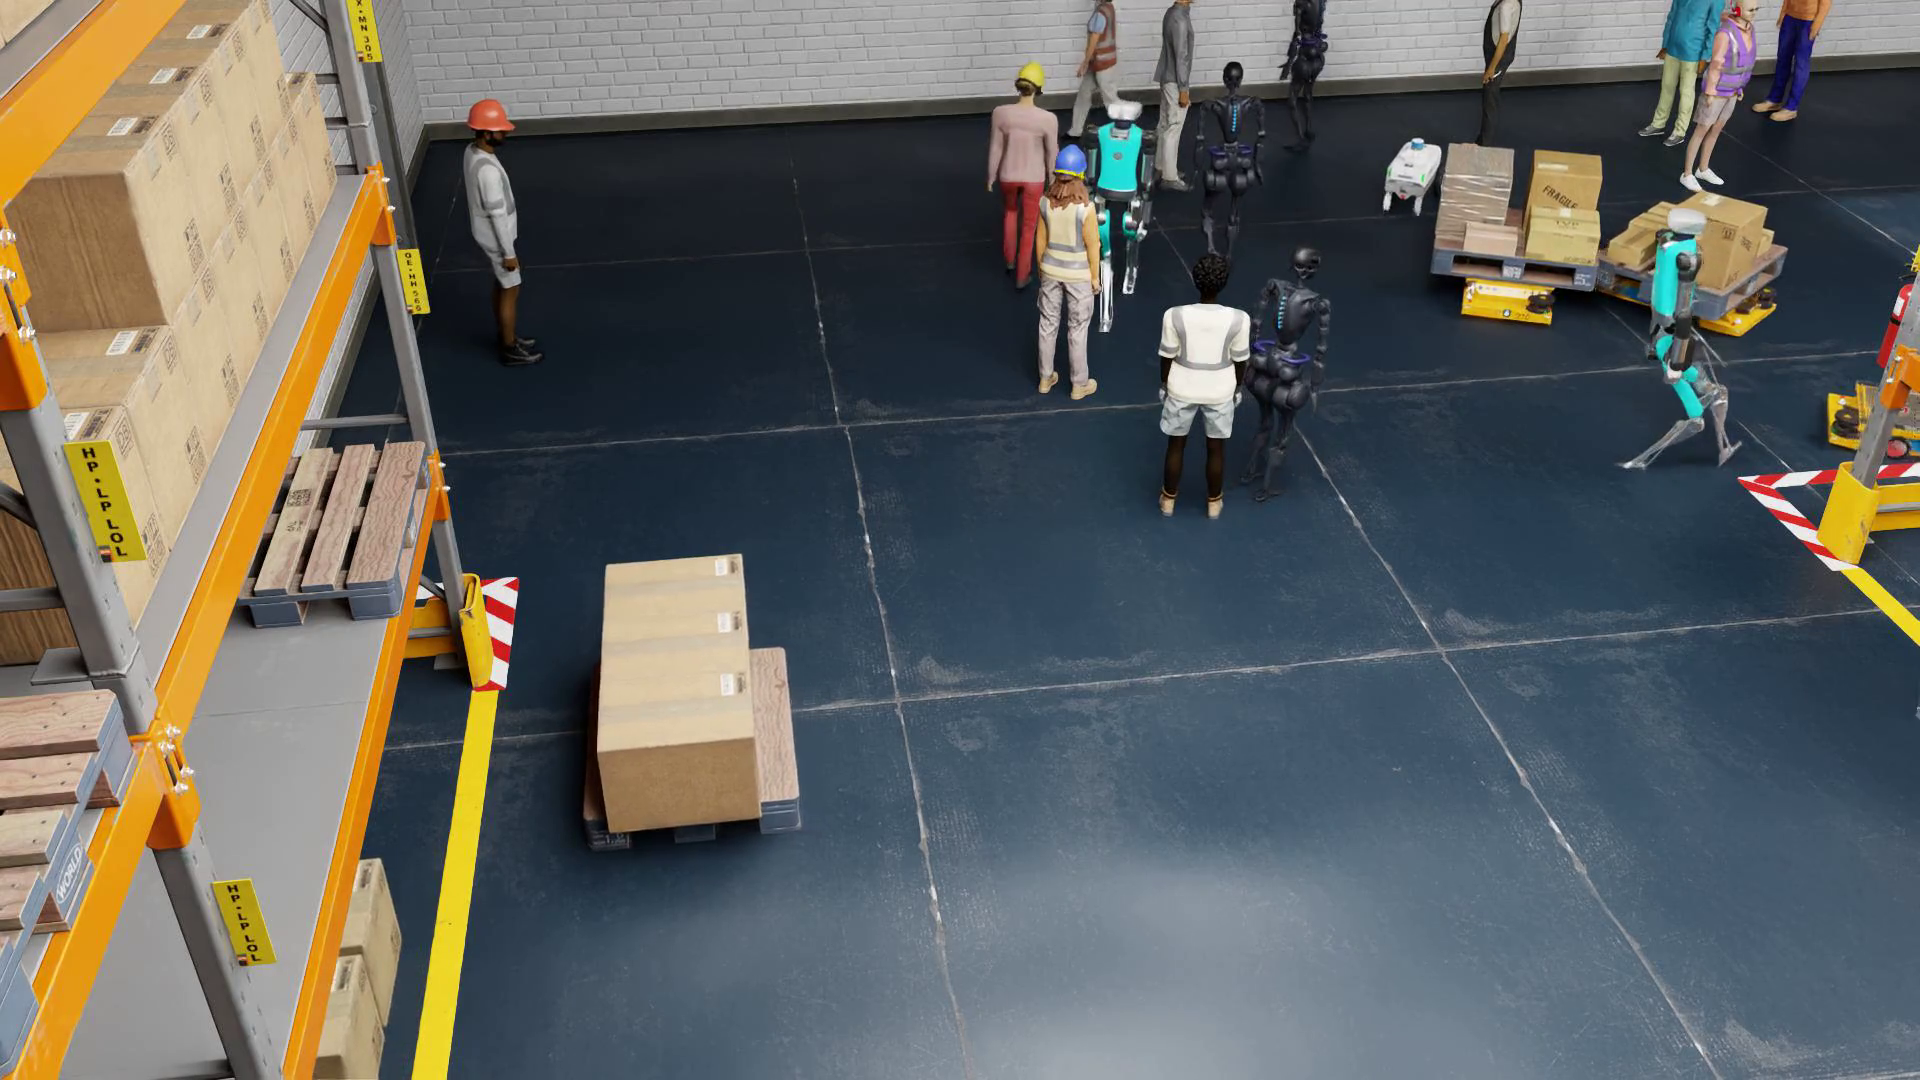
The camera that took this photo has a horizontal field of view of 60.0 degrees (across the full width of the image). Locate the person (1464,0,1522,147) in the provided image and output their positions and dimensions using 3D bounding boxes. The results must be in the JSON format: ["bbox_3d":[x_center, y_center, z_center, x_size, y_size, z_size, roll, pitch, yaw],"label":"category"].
[{"bbox_3d":[4.829,-4.329,15.045,0.344,1.845,0.506,10,34,15],"label":"person"}]

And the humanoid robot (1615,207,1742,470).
[{"bbox_3d":[4.689,-1.196,10.364,0.949,1.773,0.550,2,33,2],"label":"humanoid robot"}]

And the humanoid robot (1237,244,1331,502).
[{"bbox_3d":[1.947,-1.011,10.116,0.390,1.634,0.584,-27,42,-35],"label":"humanoid robot"}]

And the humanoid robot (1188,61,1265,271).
[{"bbox_3d":[2.107,-2.919,13.035,0.591,1.645,0.376,-2,33,-4],"label":"humanoid robot"}]

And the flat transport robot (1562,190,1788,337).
[{"bbox_3d":[5.469,-1.954,12.846,1.431,0.231,0.659,28,42,36],"label":"flat transport robot"}]

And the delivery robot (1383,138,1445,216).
[{"bbox_3d":[3.955,-3.197,14.507,0.499,0.613,0.814,15,36,21],"label":"delivery robot"}]

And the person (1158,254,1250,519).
[{"bbox_3d":[1.437,-0.891,9.917,0.535,1.691,0.318,4,33,6],"label":"person"}]

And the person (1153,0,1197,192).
[{"bbox_3d":[1.874,-3.999,14.491,0.394,1.899,0.534,-3,33,-5],"label":"person"}]

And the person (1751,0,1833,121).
[{"bbox_3d":[8.128,-5.059,16.051,0.408,1.974,0.512,-11,35,-17],"label":"person"}]

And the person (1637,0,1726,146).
[{"bbox_3d":[6.743,-4.571,15.498,0.341,1.748,0.572,-15,36,-21],"label":"person"}]

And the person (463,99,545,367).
[{"bbox_3d":[-3.198,-2.127,11.602,0.379,1.926,0.547,-15,36,-21],"label":"person"}]

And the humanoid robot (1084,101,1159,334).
[{"bbox_3d":[1.208,-2.504,12.360,0.547,1.768,0.957,7,34,11],"label":"humanoid robot"}]

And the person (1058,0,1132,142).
[{"bbox_3d":[1.331,-4.426,15.369,0.822,1.646,0.427,4,33,7],"label":"person"}]

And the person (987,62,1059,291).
[{"bbox_3d":[0.499,-2.811,12.808,0.548,1.737,0.596,9,34,13],"label":"person"}]

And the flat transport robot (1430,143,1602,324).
[{"bbox_3d":[4.315,-2.102,13.073,0.659,0.231,1.431,9,34,14],"label":"flat transport robot"}]

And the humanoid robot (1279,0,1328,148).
[{"bbox_3d":[3.240,-4.500,15.454,0.394,1.637,0.600,22,39,30],"label":"humanoid robot"}]

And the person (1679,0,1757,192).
[{"bbox_3d":[6.669,-3.917,14.549,0.484,1.693,0.347,-20,38,-28],"label":"person"}]

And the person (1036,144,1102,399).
[{"bbox_3d":[0.730,-1.795,11.221,0.459,1.779,0.306,16,36,22],"label":"person"}]

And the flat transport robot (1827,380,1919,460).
[{"bbox_3d":[6.510,-0.713,10.945,1.431,0.231,0.659,13,35,19],"label":"flat transport robot"}]
